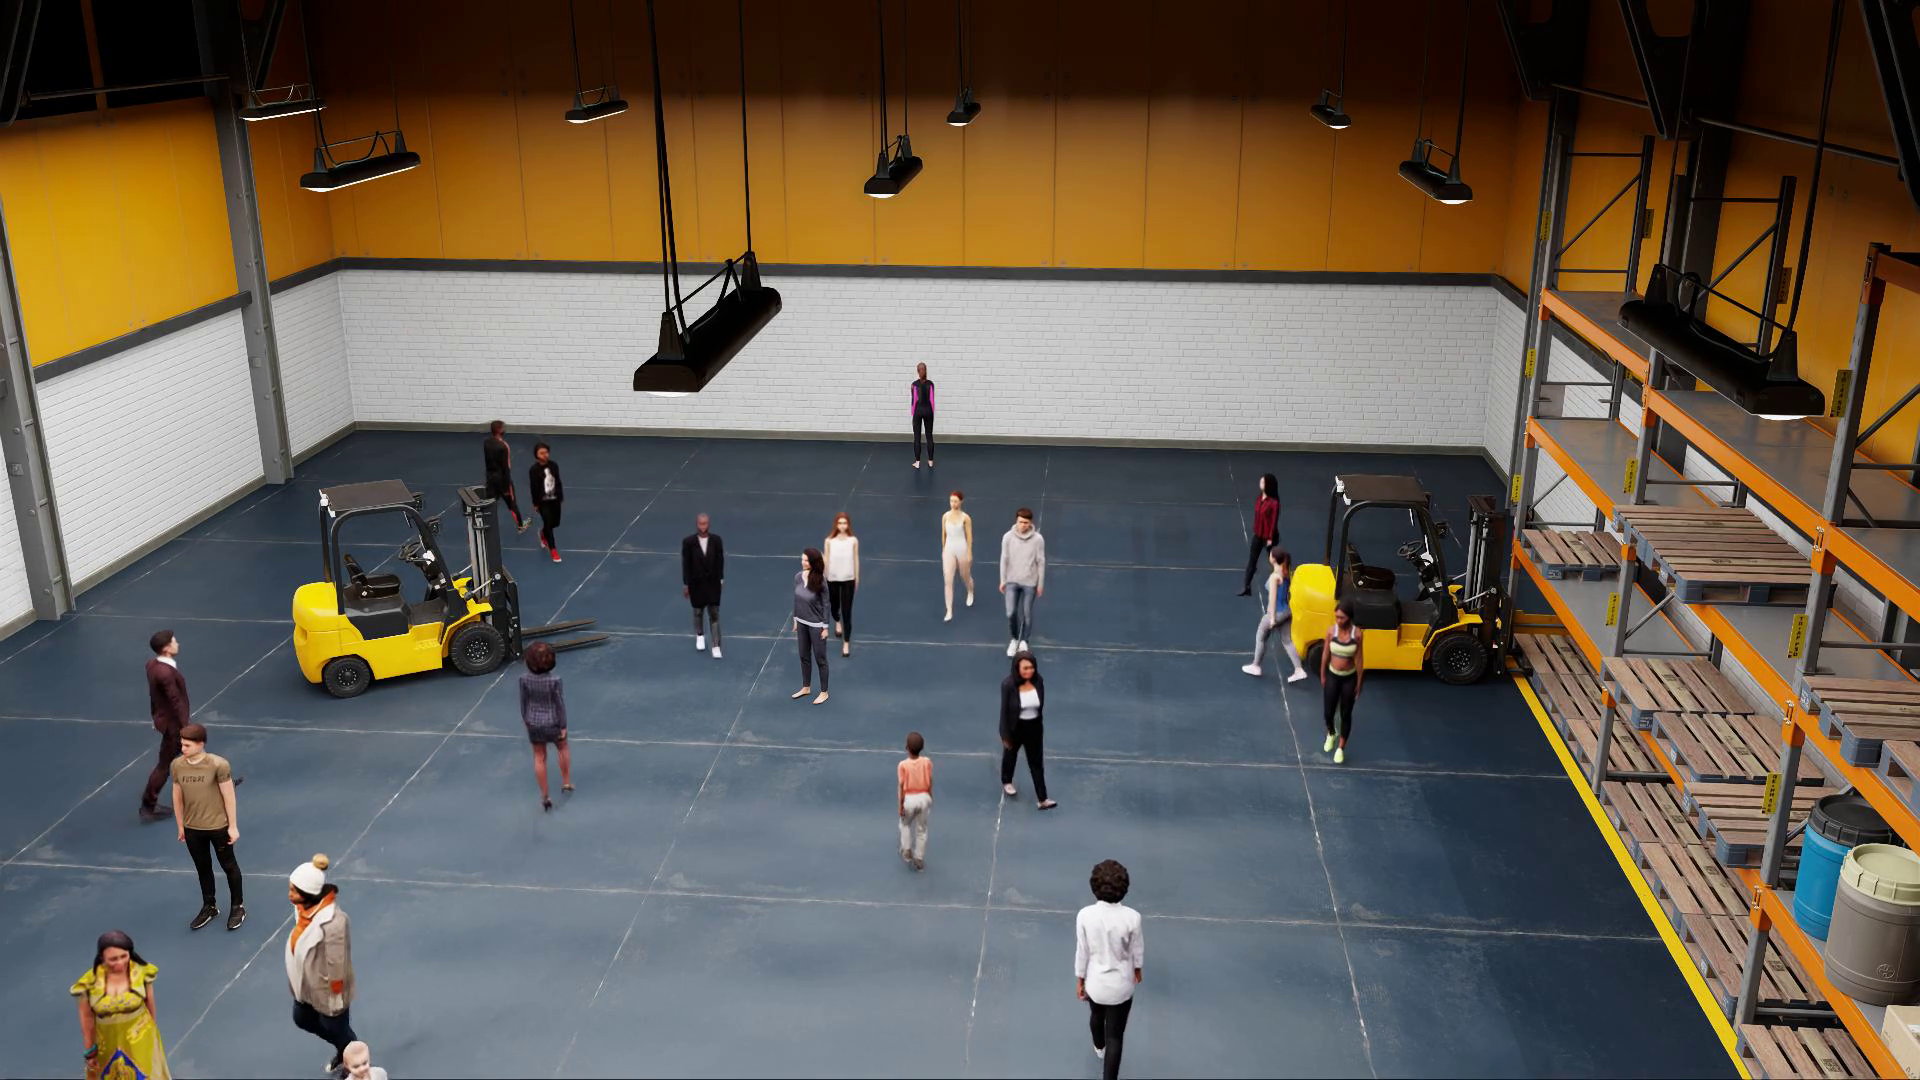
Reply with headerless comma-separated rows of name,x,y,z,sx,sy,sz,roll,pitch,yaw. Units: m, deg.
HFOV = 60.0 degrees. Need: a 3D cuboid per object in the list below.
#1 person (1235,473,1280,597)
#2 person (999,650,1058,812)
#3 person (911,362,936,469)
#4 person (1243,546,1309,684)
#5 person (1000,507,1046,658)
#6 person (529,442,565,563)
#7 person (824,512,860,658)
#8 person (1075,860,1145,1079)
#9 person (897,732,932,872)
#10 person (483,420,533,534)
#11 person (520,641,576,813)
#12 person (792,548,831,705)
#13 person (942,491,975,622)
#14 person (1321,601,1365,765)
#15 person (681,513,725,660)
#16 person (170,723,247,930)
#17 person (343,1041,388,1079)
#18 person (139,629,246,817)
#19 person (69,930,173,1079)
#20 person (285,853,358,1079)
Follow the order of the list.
person,4.034,-0.049,21.482,1.012,1.613,1.060,-9,21,-26
person,0.548,1.802,16.056,1.019,1.566,1.183,-9,21,-26
person,-0.612,-2.052,27.211,0.636,1.752,0.669,-5,19,-15
person,3.668,0.878,18.795,1.011,1.571,1.044,-17,25,-41
person,0.752,0.464,19.599,0.711,1.842,0.649,3,19,9
person,-5.697,-0.549,22.893,0.970,1.658,1.052,-13,23,-34
person,-1.431,0.481,19.780,0.630,1.694,1.082,0,19,0
person,1.056,3.156,11.727,0.715,1.765,1.158,4,19,11
person,-0.380,2.354,14.840,0.574,1.297,0.683,-4,19,-10
person,-6.547,-0.764,23.370,0.849,1.762,1.240,6,20,18
person,-3.977,1.812,15.845,0.637,1.683,0.753,0,19,1
person,-1.631,0.924,18.349,0.687,1.767,0.684,12,22,32
person,-0.004,0.158,20.865,0.712,1.613,1.076,5,19,15
person,3.916,1.412,16.969,0.644,1.723,0.712,5,19,16
person,-3.046,0.500,19.671,0.873,1.727,1.132,-4,19,-11
person,-6.284,2.374,13.916,0.669,1.849,0.555,1,19,2
person,-3.850,3.767,10.725,0.833,1.246,0.910,-14,23,-36
person,-7.534,1.776,15.741,1.277,1.817,1.239,-14,23,-36
person,-5.713,3.368,11.318,1.126,1.623,1.263,-11,21,-28
person,-4.439,3.049,11.859,0.852,1.881,0.898,17,25,40
